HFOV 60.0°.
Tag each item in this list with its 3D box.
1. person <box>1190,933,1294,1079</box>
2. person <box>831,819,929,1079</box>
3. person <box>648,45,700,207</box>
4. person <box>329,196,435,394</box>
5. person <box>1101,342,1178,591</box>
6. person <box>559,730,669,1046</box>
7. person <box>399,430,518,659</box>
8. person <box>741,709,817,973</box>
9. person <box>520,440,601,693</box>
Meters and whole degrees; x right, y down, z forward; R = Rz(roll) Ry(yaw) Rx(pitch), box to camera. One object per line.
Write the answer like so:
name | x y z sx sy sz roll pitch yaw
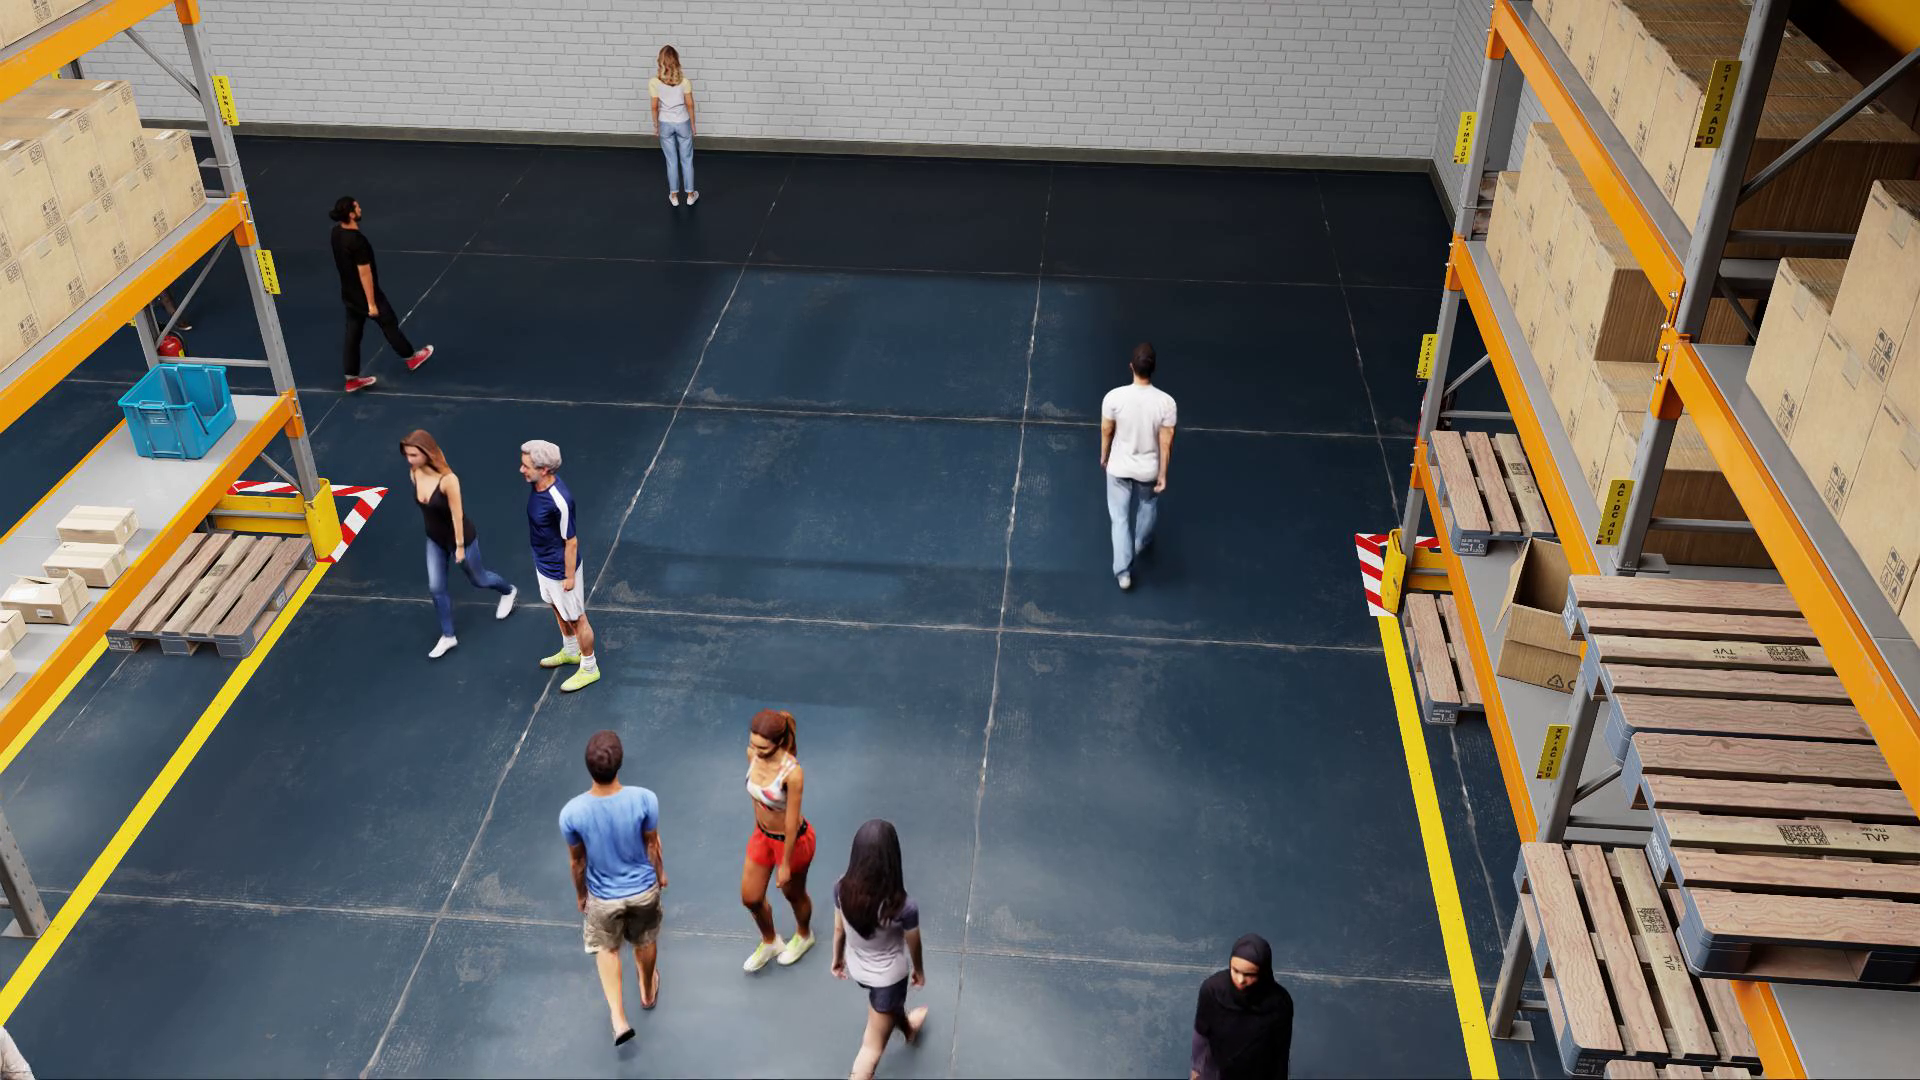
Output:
person | 1.313 2.384 7.668 0.731 1.606 0.851 13 36 19
person | -0.434 2.134 7.999 0.910 1.655 1.191 17 37 24
person | -3.050 -4.431 17.814 0.666 1.723 0.613 -4 34 -5
person | -5.194 -2.063 14.261 1.028 1.714 1.201 22 40 30
person | 1.235 -0.474 11.763 0.679 1.832 0.971 1 34 2
person | -1.690 1.801 8.334 0.819 1.838 1.020 -8 34 -11
person | -3.382 -0.046 11.248 0.794 1.689 1.095 14 36 20
person | -0.871 1.548 8.778 0.723 1.769 0.790 25 41 32
person | -2.617 0.141 10.831 0.780 1.839 0.706 -22 39 -29
